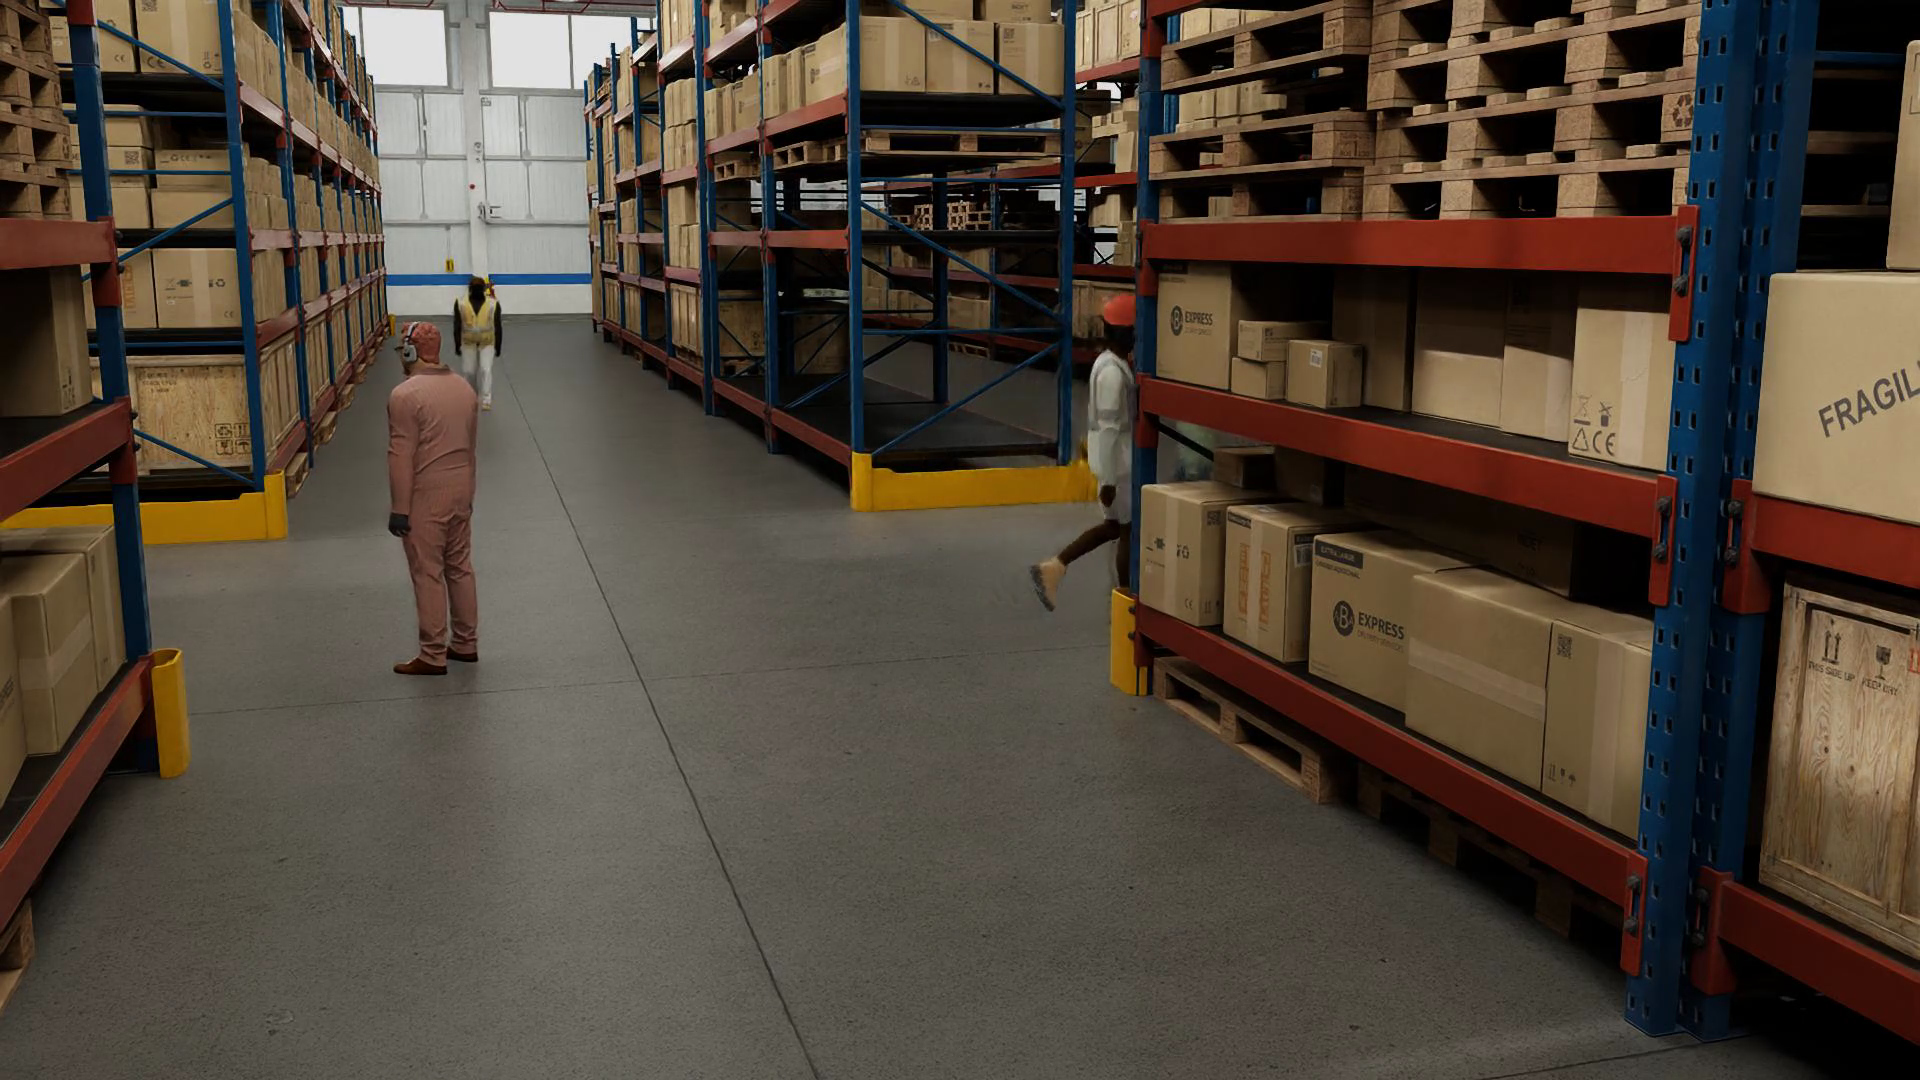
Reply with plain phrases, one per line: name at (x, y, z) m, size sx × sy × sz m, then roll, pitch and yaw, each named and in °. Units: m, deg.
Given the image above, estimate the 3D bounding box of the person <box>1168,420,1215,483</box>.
person at (1.559, -0.501, 11.282) m, size 0.356 × 1.620 × 0.501 m, roll -2°, pitch 11°, yaw -10°

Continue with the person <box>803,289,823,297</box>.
person at (-3.073, -4.684, 33.342) m, size 0.634 × 1.944 × 0.959 m, roll -7°, pitch 12°, yaw -33°

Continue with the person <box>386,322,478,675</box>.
person at (-2.873, -0.225, 9.004) m, size 0.399 × 1.899 × 0.646 m, roll 3°, pitch 11°, yaw 18°

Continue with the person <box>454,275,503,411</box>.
person at (-6.502, -2.652, 22.471) m, size 0.637 × 1.832 × 0.438 m, roll -2°, pitch 11°, yaw -13°

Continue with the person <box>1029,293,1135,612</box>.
person at (0.856, -0.467, 9.997) m, size 0.771 × 2.025 × 0.631 m, roll 0°, pitch 10°, yaw 2°

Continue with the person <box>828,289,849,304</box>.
person at (-2.424, -4.672, 33.908) m, size 0.547 × 1.703 × 0.927 m, roll 0°, pitch 10°, yaw 2°
